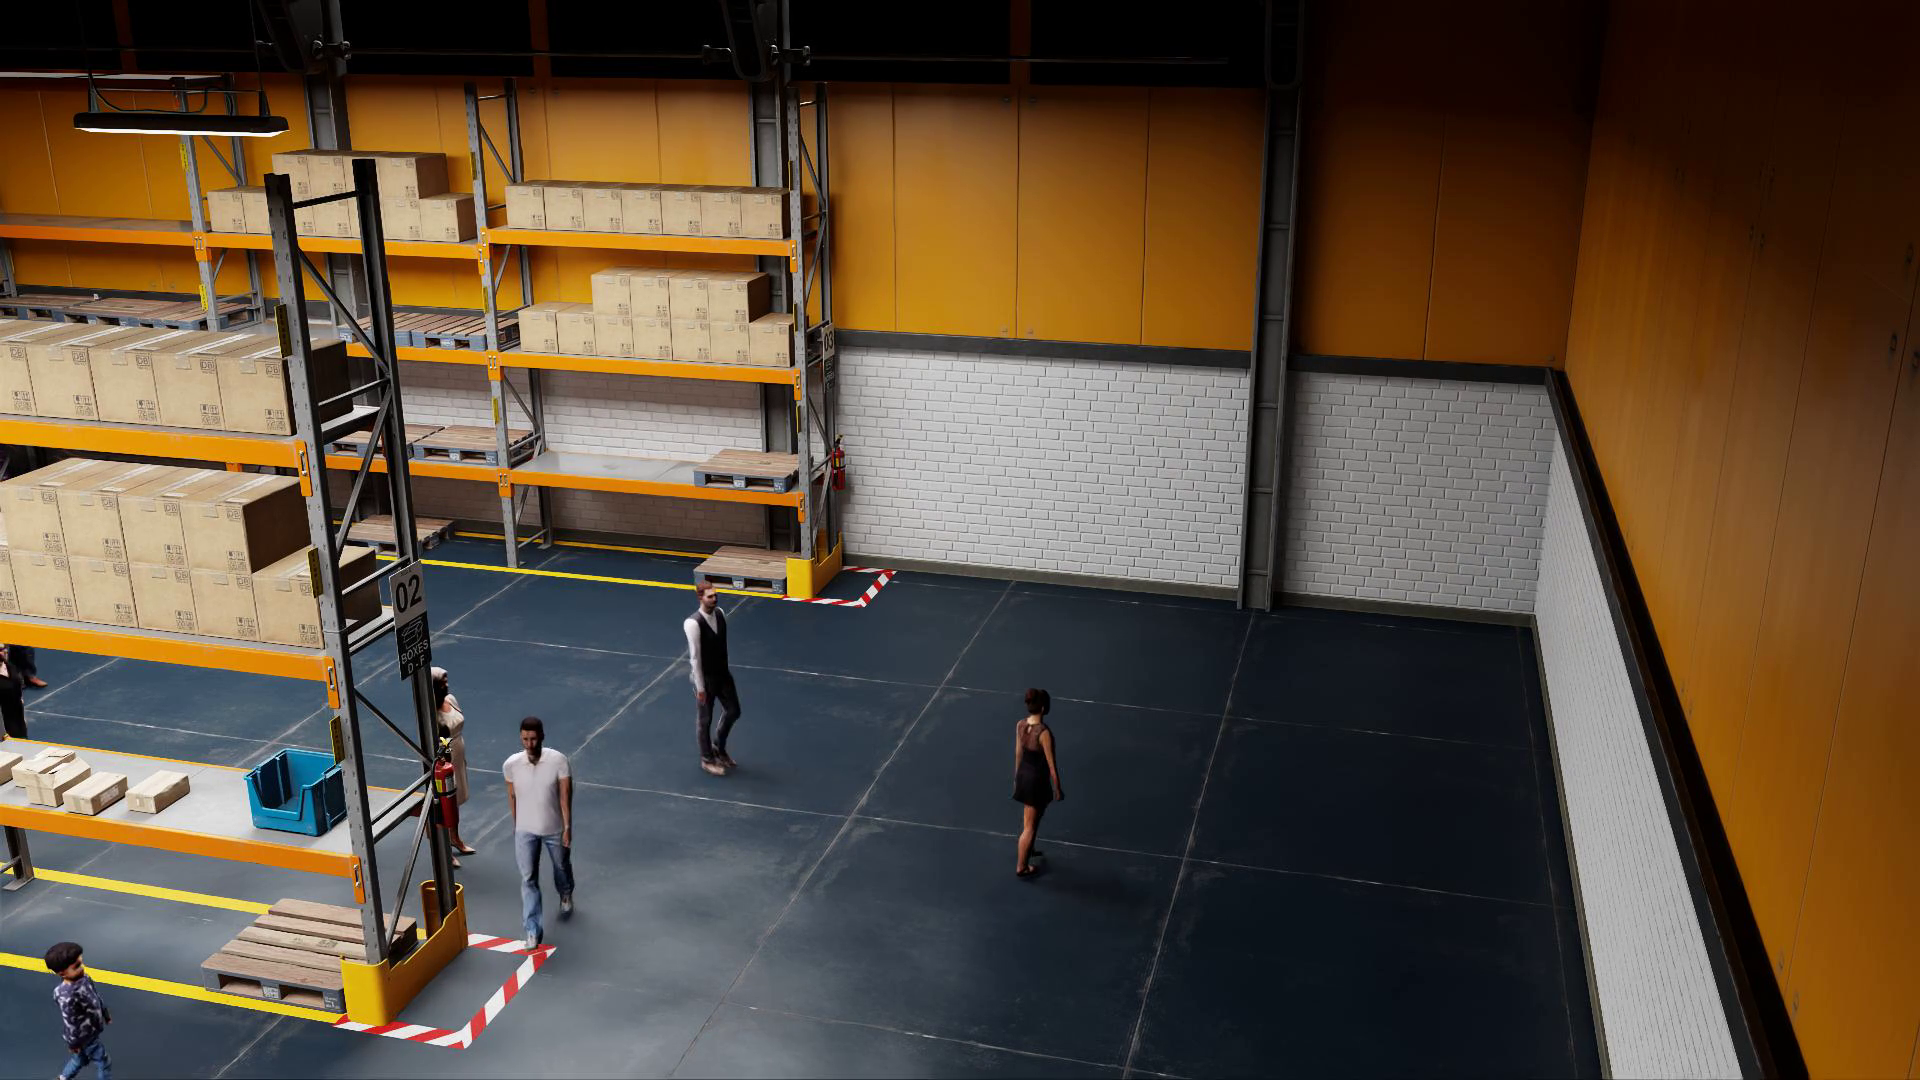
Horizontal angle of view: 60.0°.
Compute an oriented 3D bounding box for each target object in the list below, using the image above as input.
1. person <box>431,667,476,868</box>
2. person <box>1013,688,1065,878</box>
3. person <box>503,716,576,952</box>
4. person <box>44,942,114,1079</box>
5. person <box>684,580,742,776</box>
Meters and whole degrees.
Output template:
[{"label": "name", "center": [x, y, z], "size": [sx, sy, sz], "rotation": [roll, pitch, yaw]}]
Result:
[{"label": "person", "center": [-4.321, 1.882, 13.957], "size": [0.505, 1.755, 0.635], "rotation": [5, 19, 14]}, {"label": "person", "center": [0.541, 2.021, 13.685], "size": [0.806, 1.665, 0.746], "rotation": [-11, 22, -30]}, {"label": "person", "center": [-3.235, 2.192, 12.949], "size": [1.224, 1.811, 1.032], "rotation": [-2, 19, -6]}, {"label": "person", "center": [-5.795, 3.187, 10.898], "size": [0.895, 1.233, 0.703], "rotation": [-3, 19, -10]}, {"label": "person", "center": [-2.399, 1.253, 15.549], "size": [0.737, 1.932, 0.772], "rotation": [13, 23, 34]}]
